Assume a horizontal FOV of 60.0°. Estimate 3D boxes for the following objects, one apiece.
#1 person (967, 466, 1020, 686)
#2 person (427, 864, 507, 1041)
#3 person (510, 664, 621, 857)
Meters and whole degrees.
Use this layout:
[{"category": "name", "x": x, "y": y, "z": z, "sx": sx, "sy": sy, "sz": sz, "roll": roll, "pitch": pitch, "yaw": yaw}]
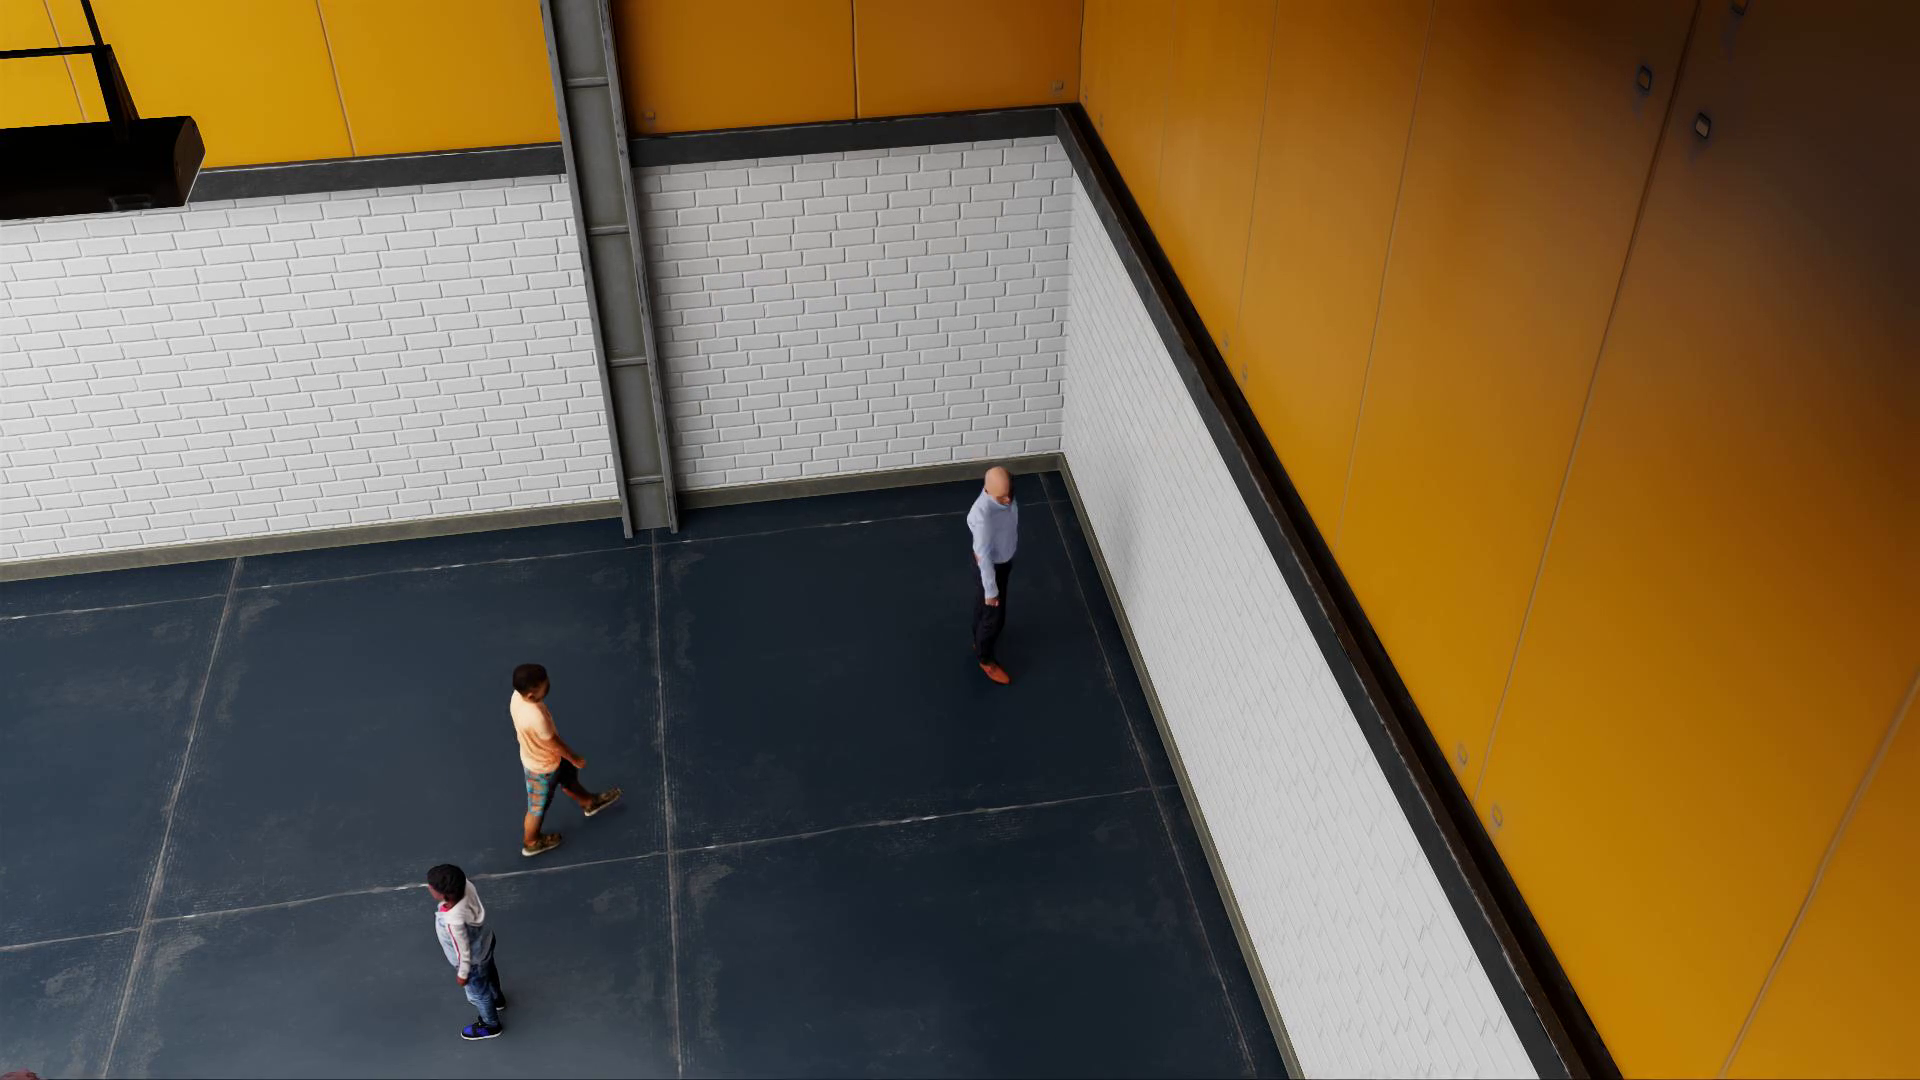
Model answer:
[{"category": "person", "x": 0.201, "y": 0.151, "z": 10.743, "sx": 0.821, "sy": 1.761, "sz": 0.915, "roll": 3, "pitch": 39, "yaw": 4}, {"category": "person", "x": -2.557, "y": 2.122, "z": 8.676, "sx": 0.525, "sy": 1.260, "sz": 0.508, "roll": -1, "pitch": 39, "yaw": -1}, {"category": "person", "x": -2.474, "y": 1.293, "z": 9.571, "sx": 0.950, "sy": 1.438, "sz": 0.712, "roll": -21, "pitch": 43, "yaw": -24}]
